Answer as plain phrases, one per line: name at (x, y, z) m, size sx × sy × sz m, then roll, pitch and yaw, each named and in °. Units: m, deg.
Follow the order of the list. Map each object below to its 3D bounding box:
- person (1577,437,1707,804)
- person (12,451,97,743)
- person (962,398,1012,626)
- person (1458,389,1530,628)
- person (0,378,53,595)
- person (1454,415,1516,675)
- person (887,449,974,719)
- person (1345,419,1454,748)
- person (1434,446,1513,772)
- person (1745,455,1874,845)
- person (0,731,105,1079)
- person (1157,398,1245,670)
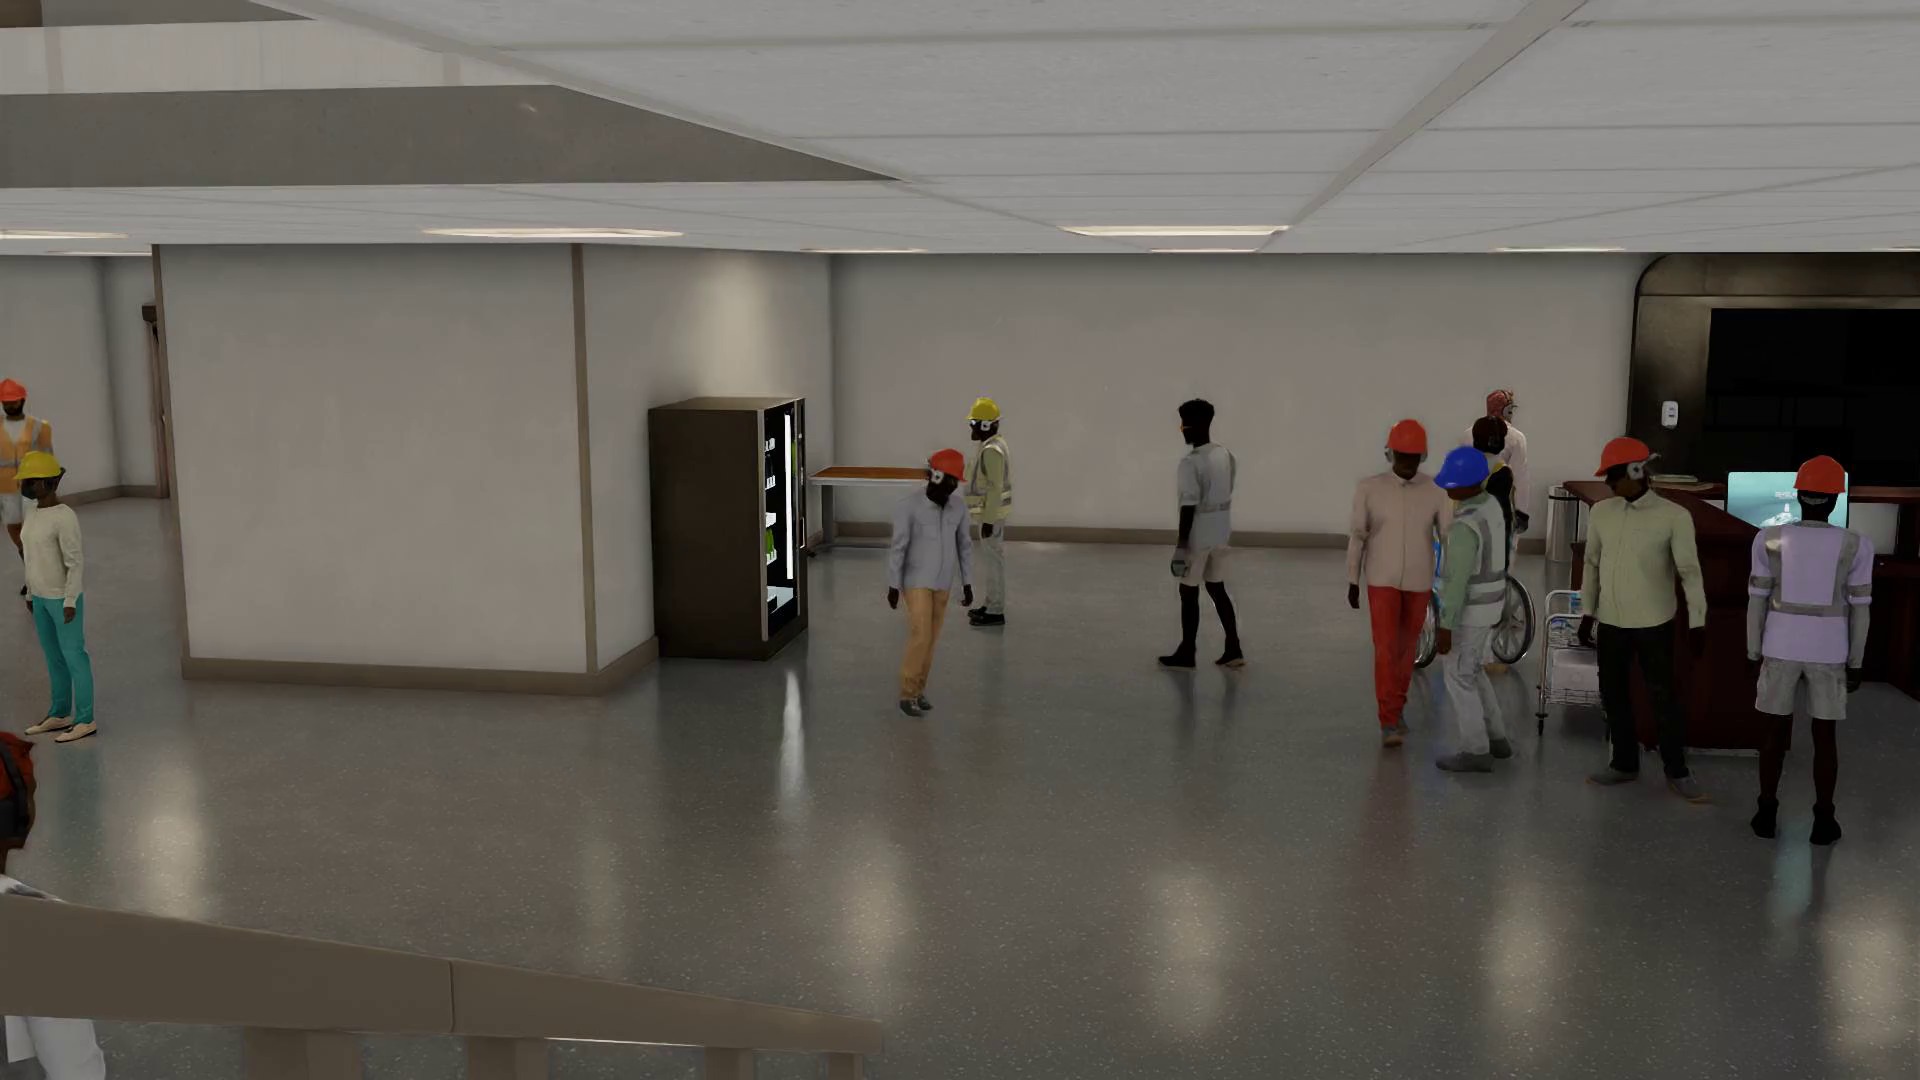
person at (3.729, 0.432, 9.033) m, size 0.402 × 1.957 × 0.764 m, roll -6°, pitch 11°, yaw -35°
person at (-5.507, 0.341, 10.084) m, size 0.524 × 1.769 × 0.316 m, roll 6°, pitch 11°, yaw 34°
person at (0.218, -0.225, 13.369) m, size 0.404 × 1.833 × 0.592 m, roll 0°, pitch 9°, yaw 1°
person at (4.296, -0.253, 13.314) m, size 0.405 × 1.910 × 0.636 m, roll -6°, pitch 11°, yaw -33°
person at (-8.382, -0.500, 14.866) m, size 0.554 × 1.912 × 0.867 m, roll -3°, pitch 10°, yaw -18°
person at (3.682, 0.038, 11.751) m, size 0.430 × 1.838 × 0.626 m, roll -3°, pitch 10°, yaw -18°
person at (-0.155, 0.278, 10.665) m, size 0.587 × 1.706 × 0.611 m, roll -7°, pitch 12°, yaw -37°
person at (2.662, 0.265, 9.935) m, size 0.626 × 1.954 × 0.911 m, roll 0°, pitch 9°, yaw 1°
person at (2.873, 0.400, 9.354) m, size 0.378 × 1.885 × 0.711 m, roll 6°, pitch 11°, yaw 32°
person at (4.217, 0.544, 8.304) m, size 0.548 × 1.937 × 0.379 m, roll 5°, pitch 11°, yaw 30°
person at (-2.099, 1.338, 3.615) m, size 0.575 × 1.875 × 0.354 m, roll 3°, pitch 10°, yaw 16°
person at (1.722, -0.029, 11.802) m, size 0.471 × 1.967 × 0.649 m, roll 8°, pitch 13°, yaw 42°
